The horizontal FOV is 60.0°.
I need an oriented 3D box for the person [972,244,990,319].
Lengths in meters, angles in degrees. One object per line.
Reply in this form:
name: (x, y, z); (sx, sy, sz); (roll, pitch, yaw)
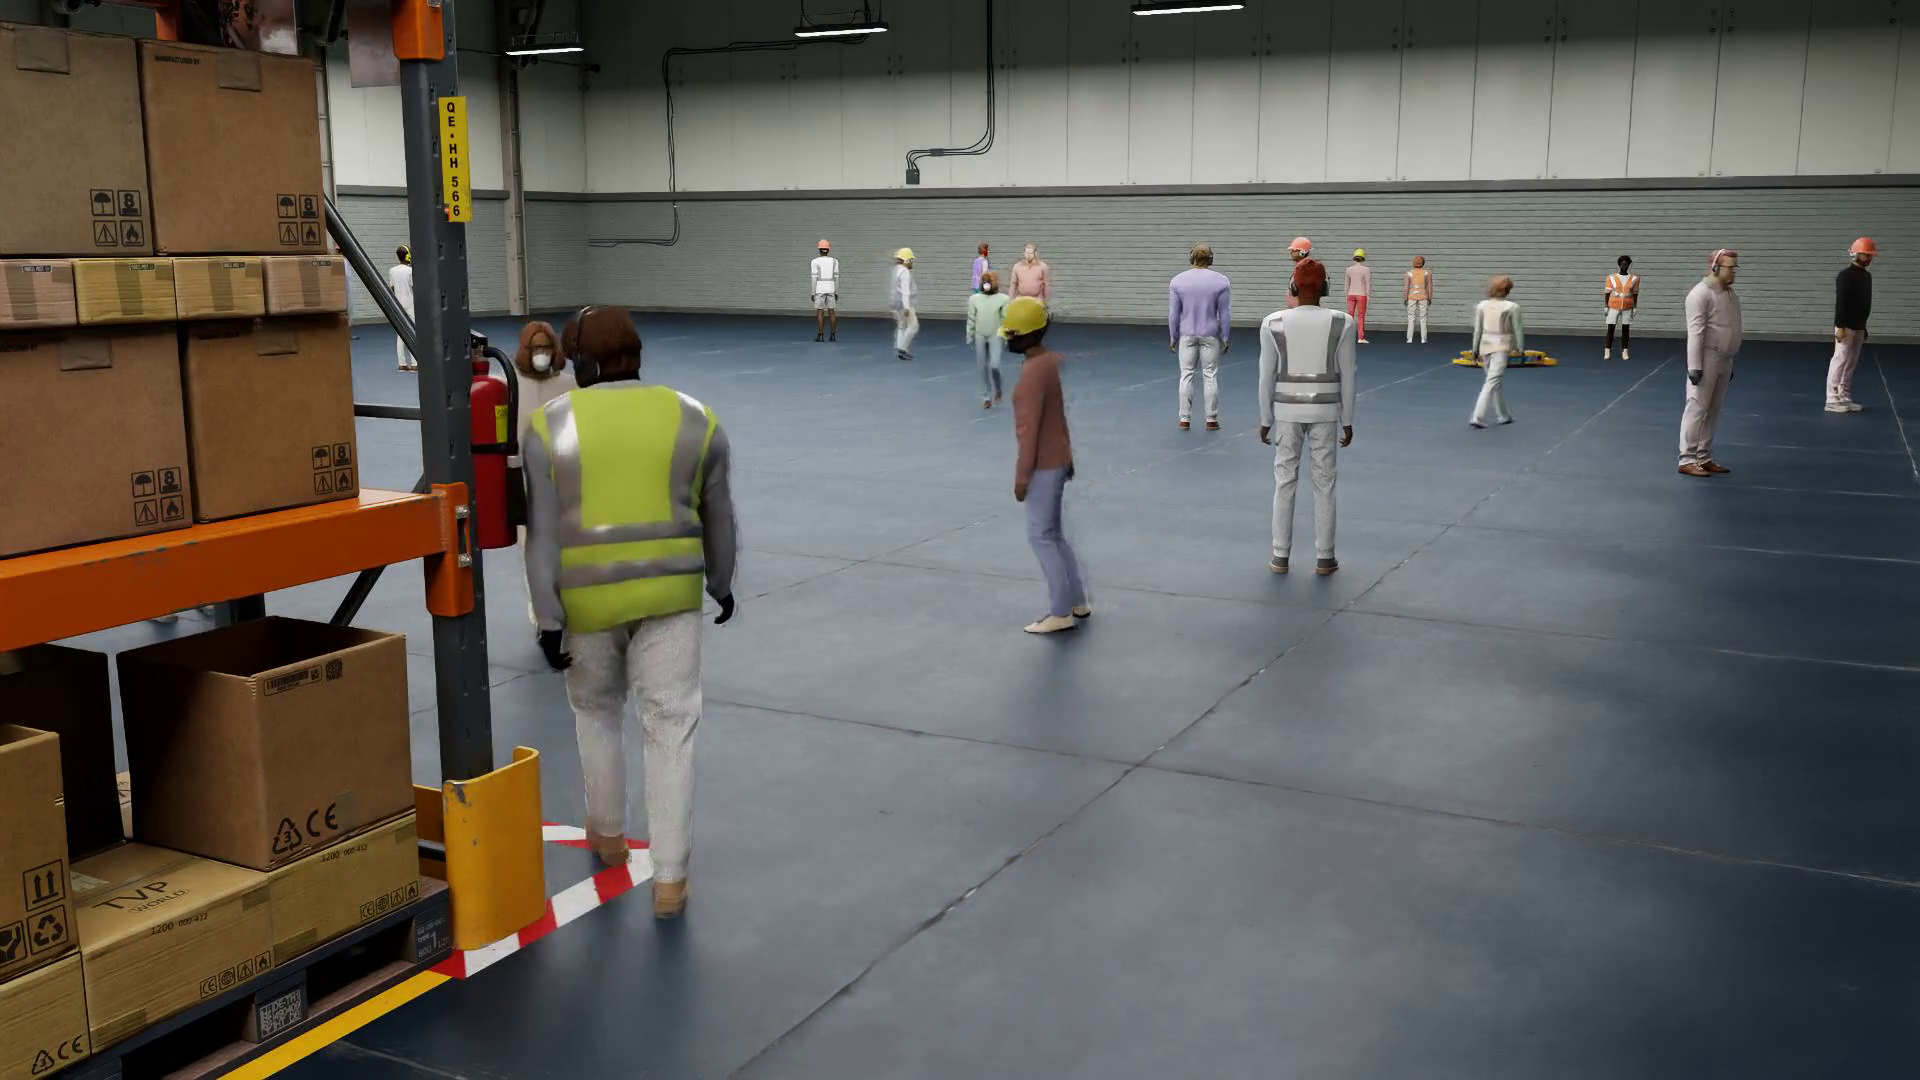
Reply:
person: (0.446, -5.086, 33.811); (0.385, 1.844, 0.584); (-4, 11, -22)

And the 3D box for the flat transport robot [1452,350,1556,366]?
flat transport robot: (8.437, -2.824, 25.771); (1.431, 0.197, 0.652); (-3, 11, -18)

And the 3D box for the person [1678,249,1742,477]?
person: (6.372, -1.492, 14.055); (0.652, 1.904, 0.402); (-9, 14, -40)

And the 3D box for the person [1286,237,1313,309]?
person: (4.519, -3.027, 22.171); (0.375, 1.997, 0.612); (0, 10, 2)

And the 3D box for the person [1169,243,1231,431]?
person: (2.481, -2.095, 17.249); (0.635, 1.937, 0.352); (2, 11, 12)

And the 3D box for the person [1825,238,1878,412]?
person: (10.271, -2.465, 19.117); (0.621, 1.989, 0.398); (-7, 13, -35)

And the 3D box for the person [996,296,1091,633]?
person: (0.418, -0.377, 8.462); (0.448, 1.722, 0.596); (2, 11, 12)

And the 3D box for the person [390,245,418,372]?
person: (-8.220, -3.435, 24.745); (0.514, 1.872, 0.328); (4, 11, 21)

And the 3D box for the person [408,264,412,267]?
person: (-9.960, -4.605, 30.655); (0.695, 2.000, 1.012); (2, 11, 12)

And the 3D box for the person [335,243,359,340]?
person: (-11.977, -4.867, 32.364); (0.360, 1.939, 0.543); (-8, 13, -36)

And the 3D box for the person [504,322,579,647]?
person: (-2.034, -0.272, 8.226); (0.525, 1.586, 0.828); (-4, 11, -22)

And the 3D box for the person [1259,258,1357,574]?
person: (2.074, -0.732, 9.959); (0.574, 1.886, 0.356); (3, 11, 14)

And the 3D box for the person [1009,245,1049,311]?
person: (1.194, -4.158, 28.737); (0.662, 1.860, 1.007); (2, 11, 12)

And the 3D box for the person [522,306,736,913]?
person: (-1.016, 0.185, 5.177); (0.653, 1.804, 0.838); (-3, 11, -17)

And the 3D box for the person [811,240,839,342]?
person: (-2.579, -4.733, 31.636); (0.551, 1.936, 0.357); (-5, 11, -25)

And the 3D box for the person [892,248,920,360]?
person: (-0.880, -3.796, 26.839); (0.427, 1.817, 0.623); (-3, 11, -16)

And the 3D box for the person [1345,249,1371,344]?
person: (7.454, -4.557, 31.139); (0.532, 1.771, 0.304); (9, 14, 40)

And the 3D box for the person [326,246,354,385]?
person: (-8.289, -2.917, 21.860); (0.662, 1.884, 0.977); (-2, 11, -8)

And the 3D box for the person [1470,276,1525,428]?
person: (5.678, -1.980, 17.570); (0.875, 1.592, 0.536); (-8, 13, -36)

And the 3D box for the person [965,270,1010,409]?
person: (0.320, -2.337, 19.427); (0.510, 1.618, 0.358); (3, 11, 17)

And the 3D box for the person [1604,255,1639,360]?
person: (10.747, -3.774, 27.054); (0.535, 1.700, 0.318); (2, 11, 13)

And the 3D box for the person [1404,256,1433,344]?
person: (8.568, -4.487, 31.112); (0.512, 1.638, 0.312); (3, 11, 16)

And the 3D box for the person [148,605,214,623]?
person: (-4.171, -0.490, 8.750); (0.326, 1.843, 0.517); (9, 14, 41)
